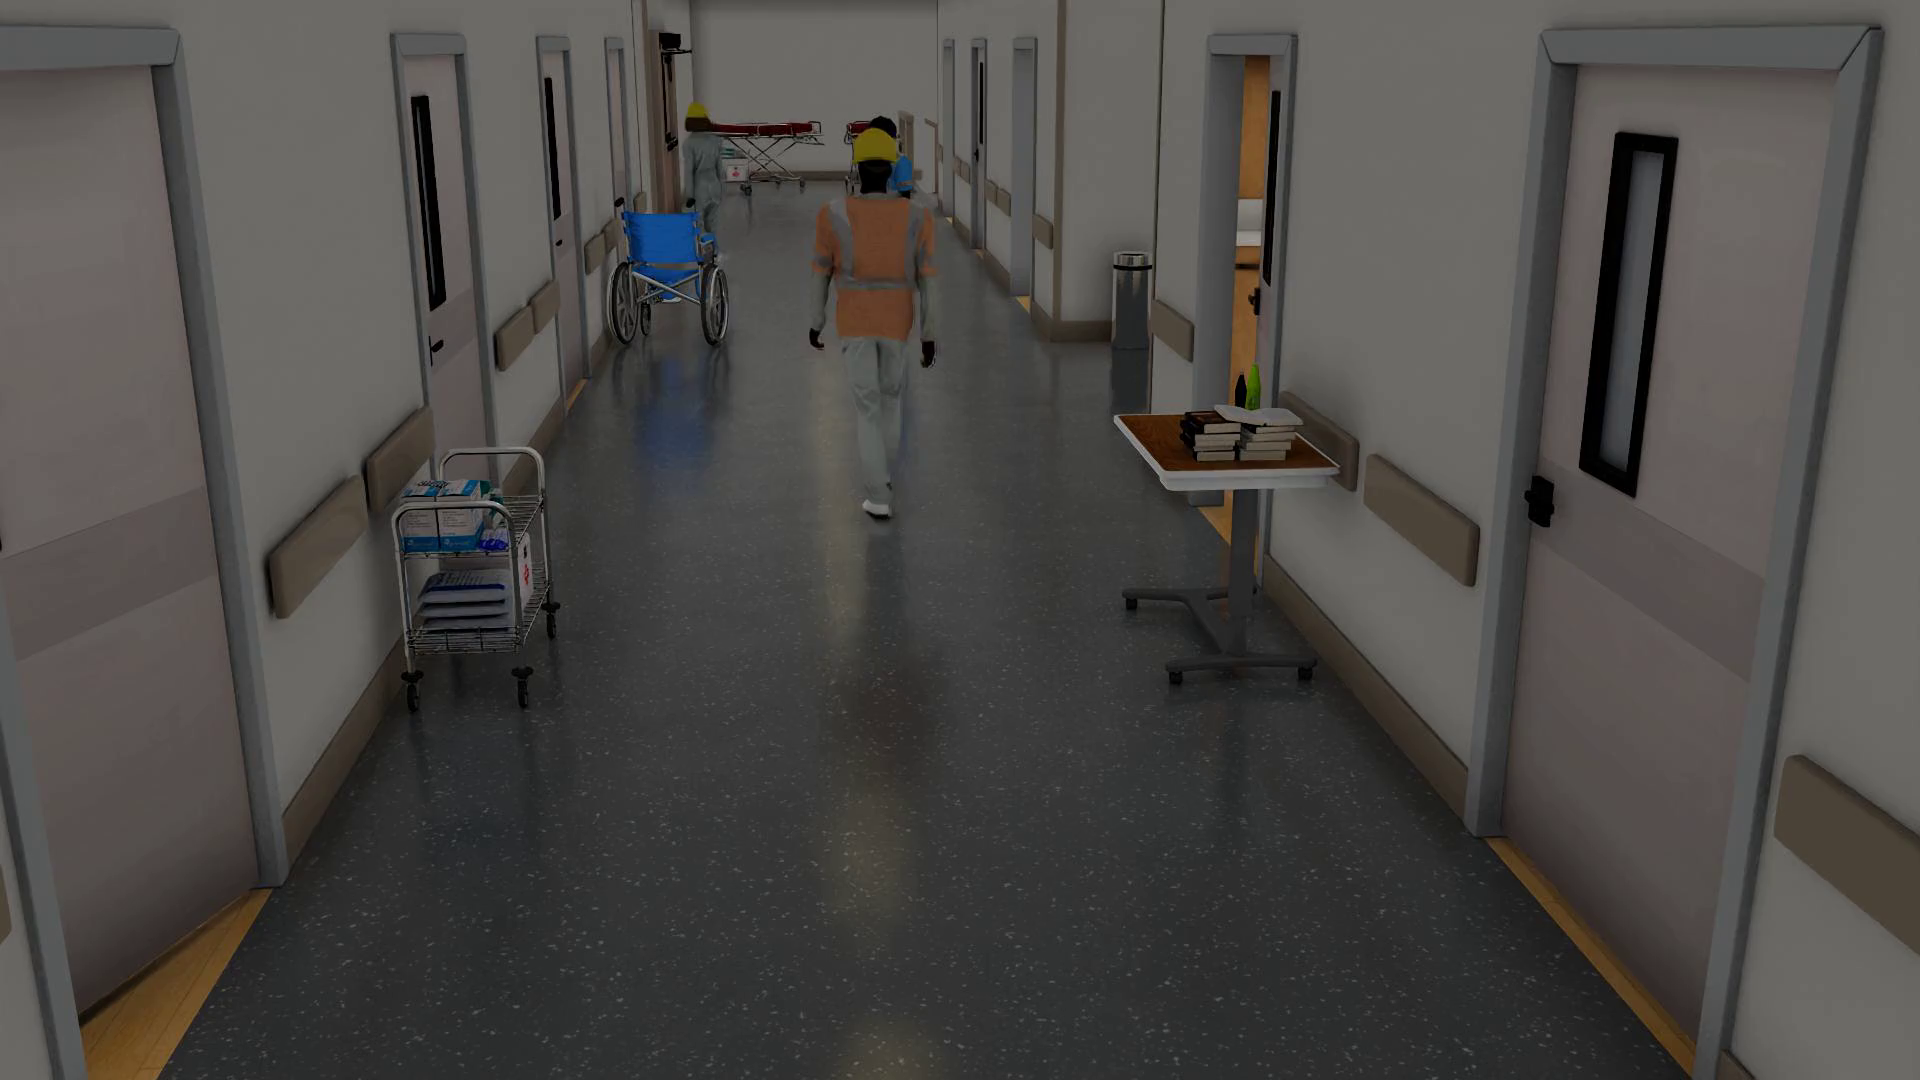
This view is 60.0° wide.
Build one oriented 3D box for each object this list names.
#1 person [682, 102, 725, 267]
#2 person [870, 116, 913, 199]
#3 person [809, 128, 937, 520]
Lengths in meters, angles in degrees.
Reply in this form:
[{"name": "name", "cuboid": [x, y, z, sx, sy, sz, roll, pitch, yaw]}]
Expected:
[{"name": "person", "cuboid": [-2.517, -3.460, 16.545, 0.491, 1.731, 0.492, 15, 22, 41]}, {"name": "person", "cuboid": [-0.640, -2.788, 14.352, 0.536, 1.699, 0.322, 13, 21, 37]}, {"name": "person", "cuboid": [-0.459, -1.109, 8.413, 0.596, 1.884, 0.948, -5, 17, -16]}]
